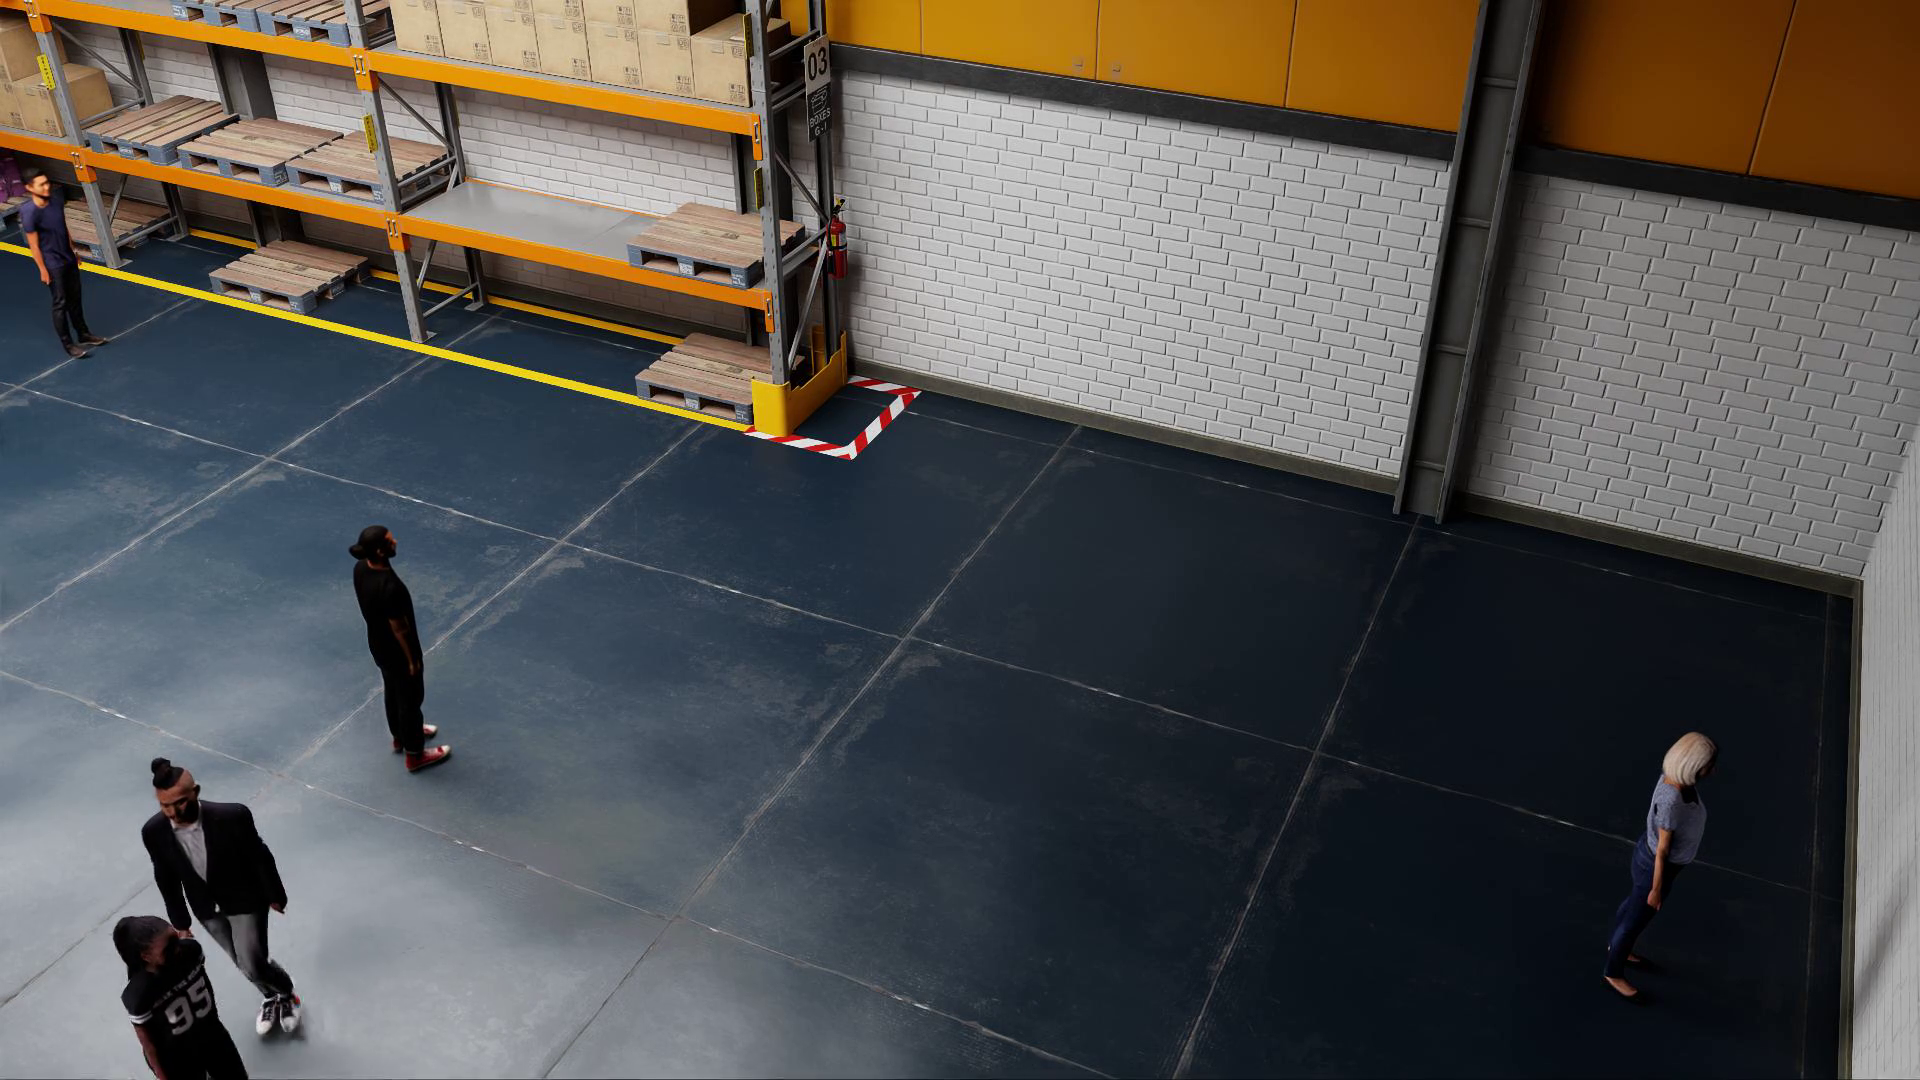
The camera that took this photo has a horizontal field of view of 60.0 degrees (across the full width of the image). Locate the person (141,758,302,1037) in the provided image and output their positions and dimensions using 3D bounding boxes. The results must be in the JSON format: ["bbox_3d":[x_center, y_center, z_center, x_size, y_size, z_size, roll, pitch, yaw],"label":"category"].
[{"bbox_3d":[-3.779,1.755,8.620,0.761,1.930,0.876,-2,34,-3],"label":"person"}]

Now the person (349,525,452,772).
[{"bbox_3d":[-3.551,0.663,10.420,0.752,1.756,0.619,-27,42,-34],"label":"person"}]

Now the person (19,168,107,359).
[{"bbox_3d":[-8.282,-2.565,15.247,0.601,1.788,0.695,7,34,11],"label":"person"}]

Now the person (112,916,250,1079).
[{"bbox_3d":[-3.721,2.390,7.860,0.778,1.713,0.608,14,36,20],"label":"person"}]

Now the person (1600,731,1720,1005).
[{"bbox_3d":[3.713,1.713,8.873,0.513,1.719,0.589,16,37,23],"label":"person"}]
